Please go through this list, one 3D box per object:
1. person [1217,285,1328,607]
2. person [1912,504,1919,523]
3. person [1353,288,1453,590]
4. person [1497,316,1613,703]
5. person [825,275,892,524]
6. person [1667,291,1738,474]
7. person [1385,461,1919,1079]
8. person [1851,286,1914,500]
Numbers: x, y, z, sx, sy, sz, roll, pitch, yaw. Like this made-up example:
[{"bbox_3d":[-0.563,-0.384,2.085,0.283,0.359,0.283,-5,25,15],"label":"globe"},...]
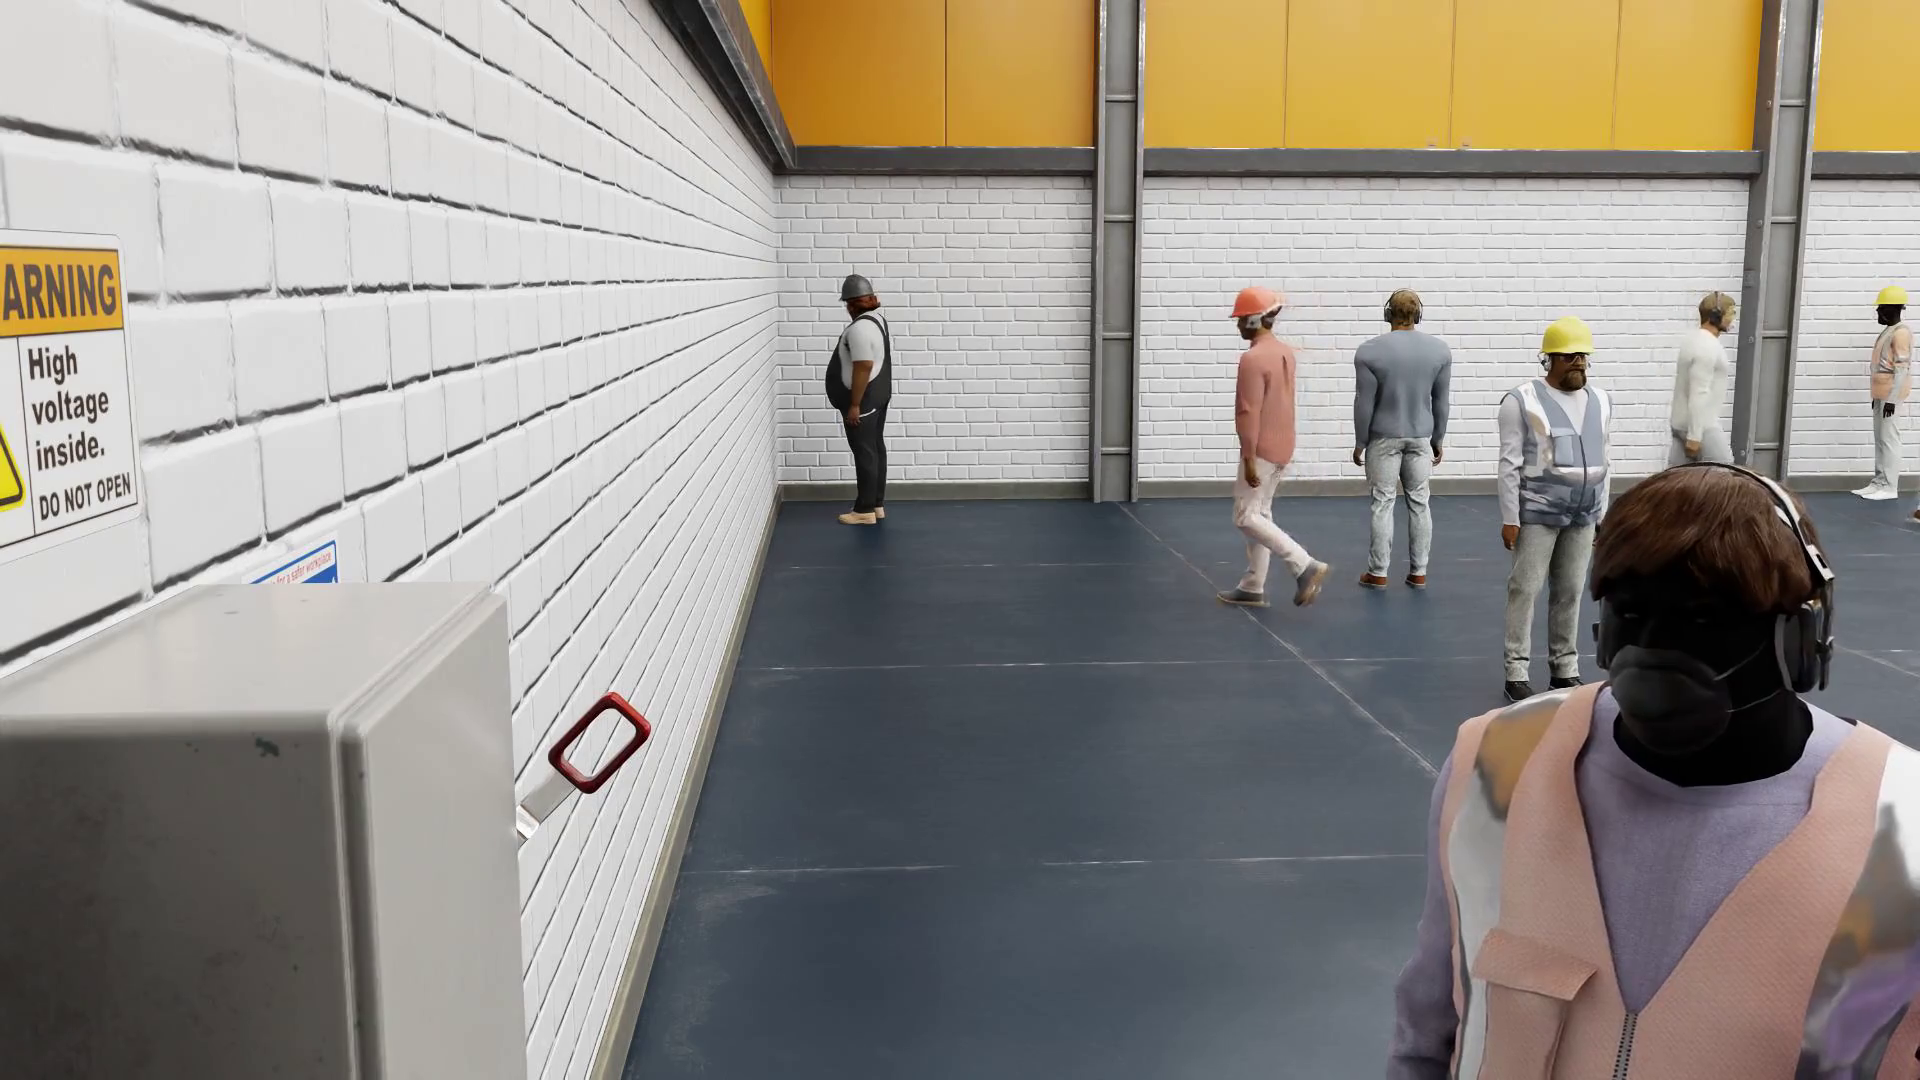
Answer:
[{"bbox_3d":[1.882,-0.535,9.953,0.687,1.968,0.618,7,11,36],"label":"person"},{"bbox_3d":[8.136,-0.968,13.158,1.003,1.815,0.530,7,11,35],"label":"person"},{"bbox_3d":[2.818,-0.638,10.684,0.631,1.940,0.372,-1,9,-4],"label":"person"},{"bbox_3d":[2.815,-0.133,7.842,0.590,1.833,0.404,-2,9,-15],"label":"person"},{"bbox_3d":[-0.837,-1.155,13.612,0.536,2.000,0.673,2,9,13],"label":"person"},{"bbox_3d":[5.228,-0.750,11.479,0.919,1.898,0.644,2,9,11],"label":"person"},{"bbox_3d":[0.722,0.836,1.734,0.626,1.844,0.429,7,12,39],"label":"person"},{"bbox_3d":[8.358,-1.322,15.013,0.369,1.927,0.587,2,9,15],"label":"person"}]
